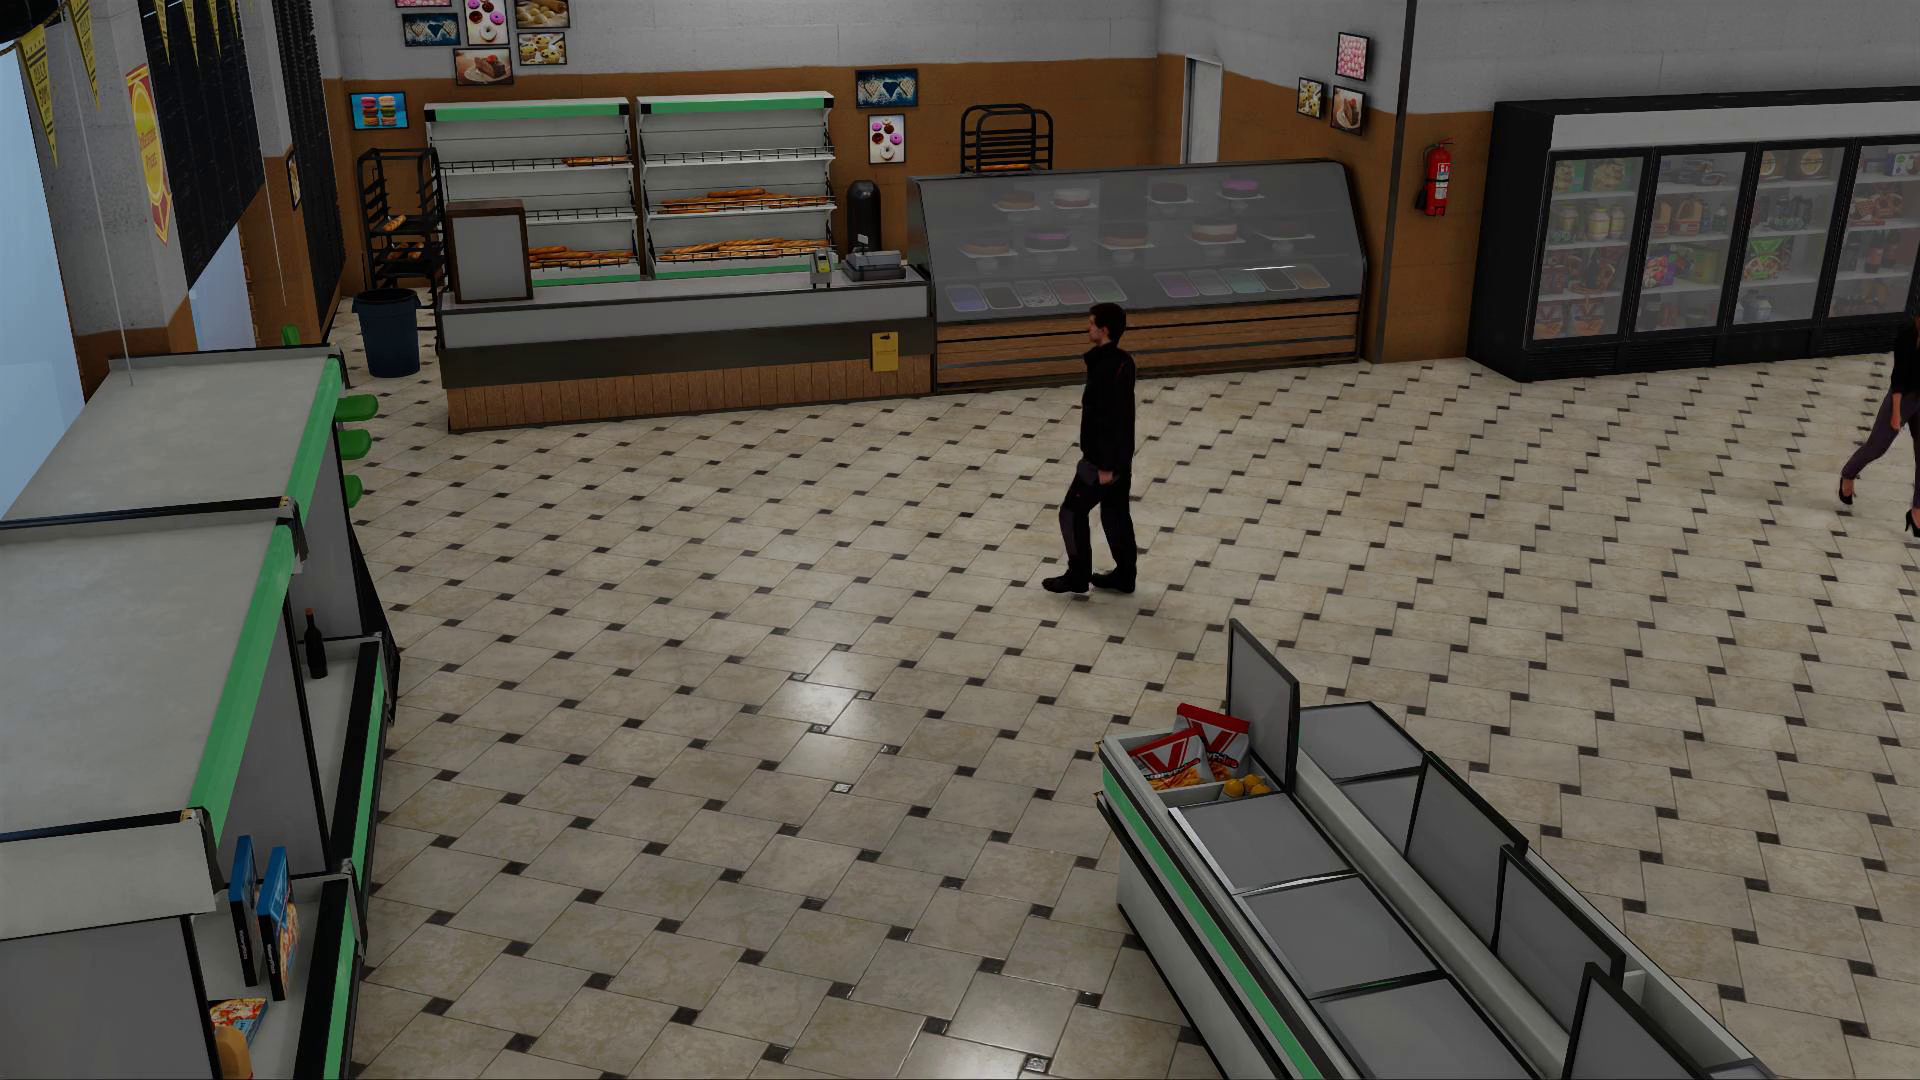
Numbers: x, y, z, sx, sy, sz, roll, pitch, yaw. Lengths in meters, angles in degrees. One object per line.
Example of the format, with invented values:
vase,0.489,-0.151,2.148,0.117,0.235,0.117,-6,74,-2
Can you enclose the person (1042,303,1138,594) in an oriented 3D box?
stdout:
person,0.964,-0.504,9.977,0.979,1.823,0.912,6,23,14

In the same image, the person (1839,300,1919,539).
person,6.279,-0.873,11.153,0.662,1.631,1.053,-4,22,-9
